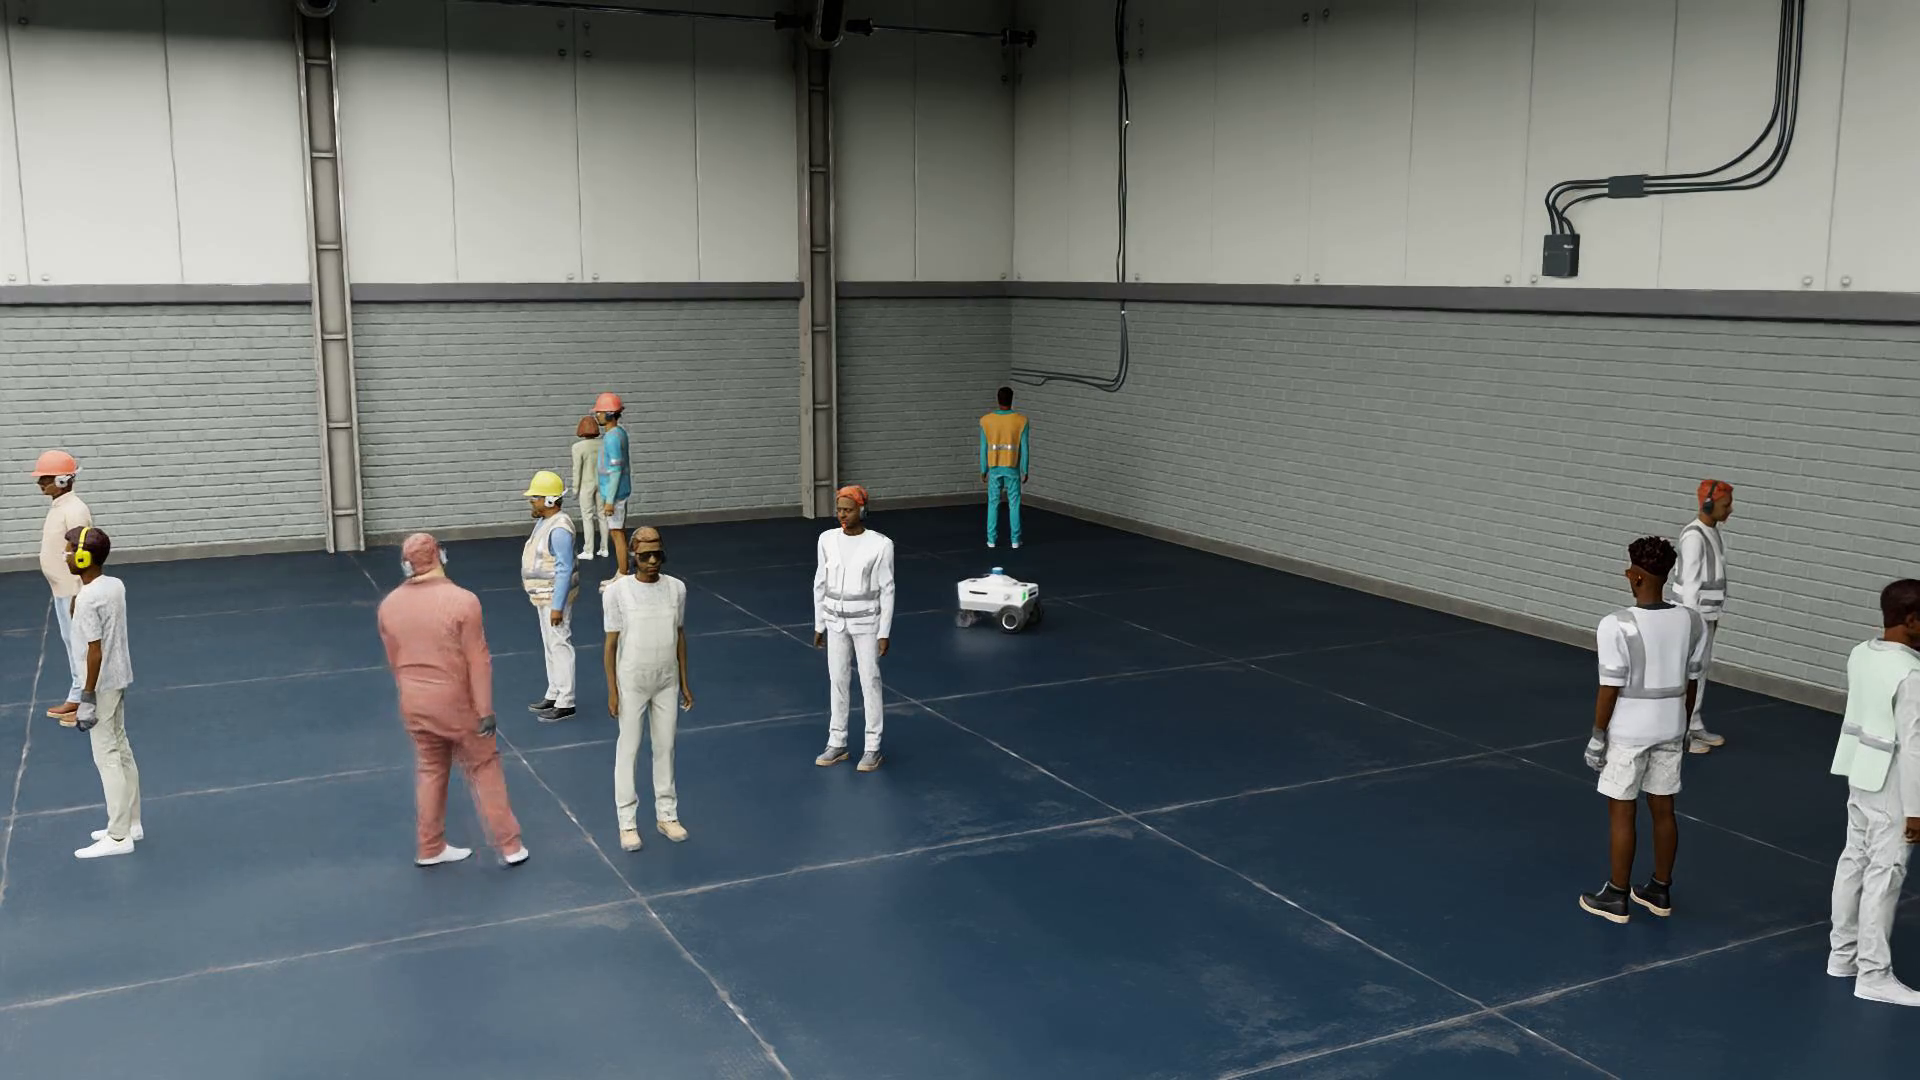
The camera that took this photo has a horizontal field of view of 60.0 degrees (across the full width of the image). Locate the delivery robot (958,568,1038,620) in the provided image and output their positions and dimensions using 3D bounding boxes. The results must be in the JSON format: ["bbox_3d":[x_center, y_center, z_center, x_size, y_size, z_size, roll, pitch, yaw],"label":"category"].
[{"bbox_3d":[0.346,0.496,15.247,0.707,0.478,0.477,4,10,25],"label":"delivery robot"}]

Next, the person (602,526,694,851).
[{"bbox_3d":[-1.773,0.834,9.490,0.505,1.847,0.344,-6,11,-32],"label":"person"}]

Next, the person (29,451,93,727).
[{"bbox_3d":[-6.456,0.344,12.052,0.381,1.994,0.621,-8,12,-40],"label":"person"}]

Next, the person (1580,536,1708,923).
[{"bbox_3d":[3.437,0.952,8.392,0.608,1.965,0.365,-3,10,-17],"label":"person"}]

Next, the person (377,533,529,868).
[{"bbox_3d":[-2.746,0.891,9.057,0.754,1.874,0.476,3,10,19],"label":"person"}]

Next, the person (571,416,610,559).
[{"bbox_3d":[-4.204,-0.595,18.946,0.279,1.633,0.500,8,12,40],"label":"person"}]

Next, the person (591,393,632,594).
[{"bbox_3d":[-3.537,-0.471,16.918,0.377,2.045,0.605,-1,9,-6],"label":"person"}]

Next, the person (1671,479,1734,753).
[{"bbox_3d":[5.062,0.515,11.368,0.370,1.879,0.580,7,12,37],"label":"person"}]

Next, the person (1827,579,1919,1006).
[{"bbox_3d":[4.175,1.118,7.516,0.391,1.919,0.593,1,9,3],"label":"person"}]

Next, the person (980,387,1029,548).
[{"bbox_3d":[0.530,-0.856,19.719,0.584,1.910,0.389,1,9,9],"label":"person"}]

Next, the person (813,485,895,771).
[{"bbox_3d":[-0.708,0.577,10.960,0.575,1.883,0.355,4,10,23],"label":"person"}]

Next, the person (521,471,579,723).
[{"bbox_3d":[-2.992,0.407,12.159,0.404,1.833,0.589,-4,10,-25],"label":"person"}]

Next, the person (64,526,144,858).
[{"bbox_3d":[-4.840,0.845,9.350,0.328,1.872,0.514,-2,9,-10],"label":"person"}]
